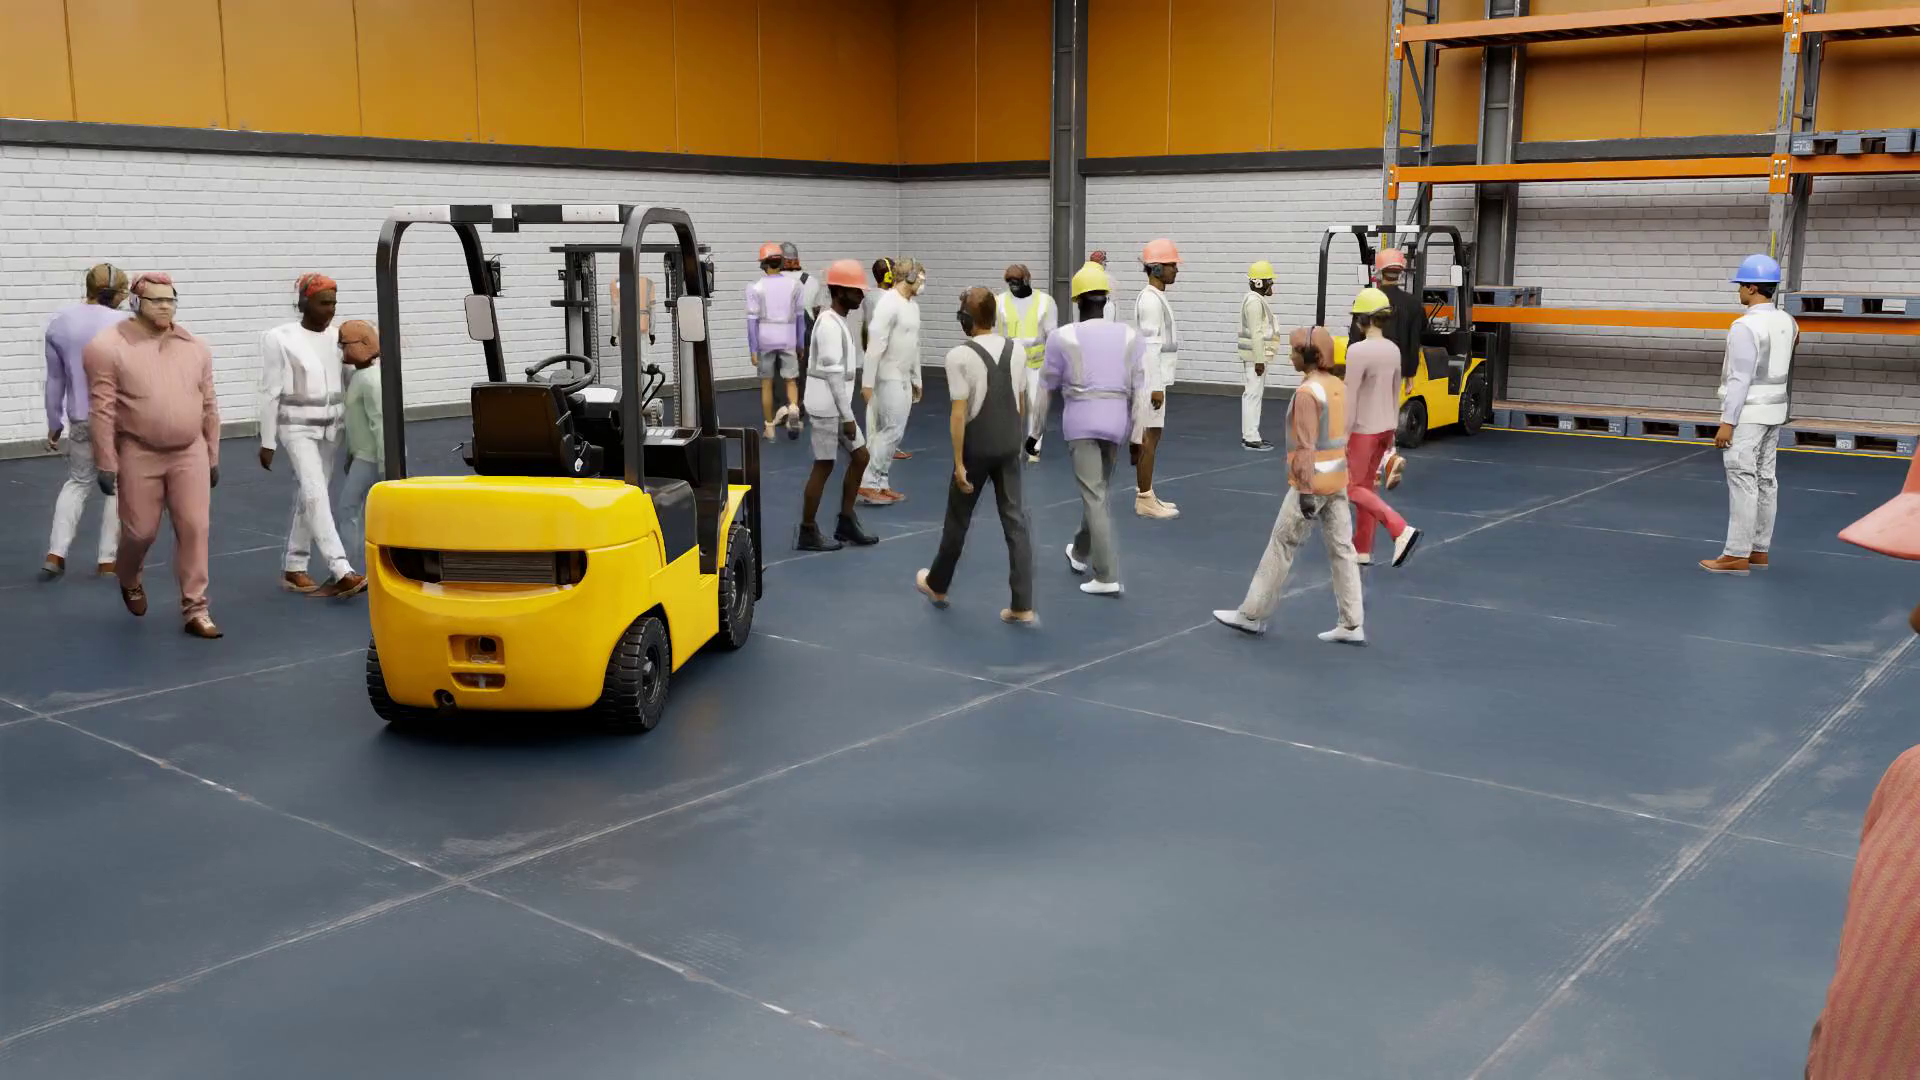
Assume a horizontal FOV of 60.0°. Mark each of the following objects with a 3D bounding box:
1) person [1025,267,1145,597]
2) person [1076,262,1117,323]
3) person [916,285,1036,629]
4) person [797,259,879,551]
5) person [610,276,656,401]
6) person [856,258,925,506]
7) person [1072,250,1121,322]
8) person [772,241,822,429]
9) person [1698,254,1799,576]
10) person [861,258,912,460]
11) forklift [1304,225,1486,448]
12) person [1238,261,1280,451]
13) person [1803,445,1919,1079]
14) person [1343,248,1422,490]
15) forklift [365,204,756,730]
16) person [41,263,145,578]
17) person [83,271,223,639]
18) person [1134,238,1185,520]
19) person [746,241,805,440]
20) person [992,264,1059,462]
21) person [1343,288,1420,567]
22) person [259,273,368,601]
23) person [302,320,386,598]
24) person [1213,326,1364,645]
[{"bbox_3d":[0.736,-0.649,9.755,0.620,1.860,0.993,-4,11,-19],"label":"person"},{"bbox_3d":[1.313,-1.804,16.299,0.403,1.826,0.591,-3,11,-17],"label":"person"},{"bbox_3d":[0.118,-0.463,8.951,0.535,1.789,0.977,-6,12,-28],"label":"person"},{"bbox_3d":[-0.772,-0.864,10.859,0.679,1.906,0.622,1,10,3],"label":"person"},{"bbox_3d":[-3.964,-2.547,20.124,0.595,1.925,0.371,-8,13,-37],"label":"person"},{"bbox_3d":[-0.509,-1.215,12.823,0.499,1.897,0.653,3,11,16],"label":"person"},{"bbox_3d":[1.728,-2.658,20.802,0.651,1.907,0.409,7,12,32],"label":"person"},{"bbox_3d":[-1.836,-2.200,17.887,0.689,2.000,0.538,-5,11,-24],"label":"person"},{"bbox_3d":[4.818,-0.754,10.134,0.602,1.947,0.386,-8,13,-38],"label":"person"},{"bbox_3d":[-0.710,-1.683,15.494,0.335,1.873,0.521,-9,13,-40],"label":"person"},{"bbox_3d":[4.449,-2.115,16.993,1.214,2.155,2.313,8,13,38],"label":"forklift"},{"bbox_3d":[2.904,-1.788,16.183,0.404,1.833,0.590,1,10,6],"label":"person"},{"bbox_3d":[0.811,0.817,1.301,0.377,1.995,0.608,-1,10,-4],"label":"person"},{"bbox_3d":[3.483,-1.390,13.584,0.614,1.973,0.835,-3,11,-18],"label":"person"},{"bbox_3d":[-1.766,-0.406,7.525,1.214,2.155,2.313,1,10,7],"label":"forklift"},{"bbox_3d":[-5.185,-0.705,9.996,0.707,1.899,0.480,1,10,8],"label":"person"},{"bbox_3d":[-4.157,-0.445,8.603,0.656,1.882,0.774,-10,14,-44],"label":"person"},{"bbox_3d":[1.449,-1.180,12.221,0.366,2.047,0.607,1,10,5],"label":"person"},{"bbox_3d":[-1.833,-1.978,16.702,0.621,2.026,0.777,-3,11,-17],"label":"person"},{"bbox_3d":[0.595,-1.601,15.218,0.689,1.813,0.469,1,10,5],"label":"person"},{"bbox_3d":[2.572,-0.671,10.229,0.582,1.746,0.530,10,14,43],"label":"person"},{"bbox_3d":[-3.590,-0.575,9.431,0.971,1.839,0.595,6,12,31],"label":"person"},{"bbox_3d":[-3.364,-0.472,9.603,0.859,1.597,0.500,-4,11,-23],"label":"person"},{"bbox_3d":[1.717,-0.278,8.438,0.819,1.599,0.533,7,12,34],"label":"person"}]
